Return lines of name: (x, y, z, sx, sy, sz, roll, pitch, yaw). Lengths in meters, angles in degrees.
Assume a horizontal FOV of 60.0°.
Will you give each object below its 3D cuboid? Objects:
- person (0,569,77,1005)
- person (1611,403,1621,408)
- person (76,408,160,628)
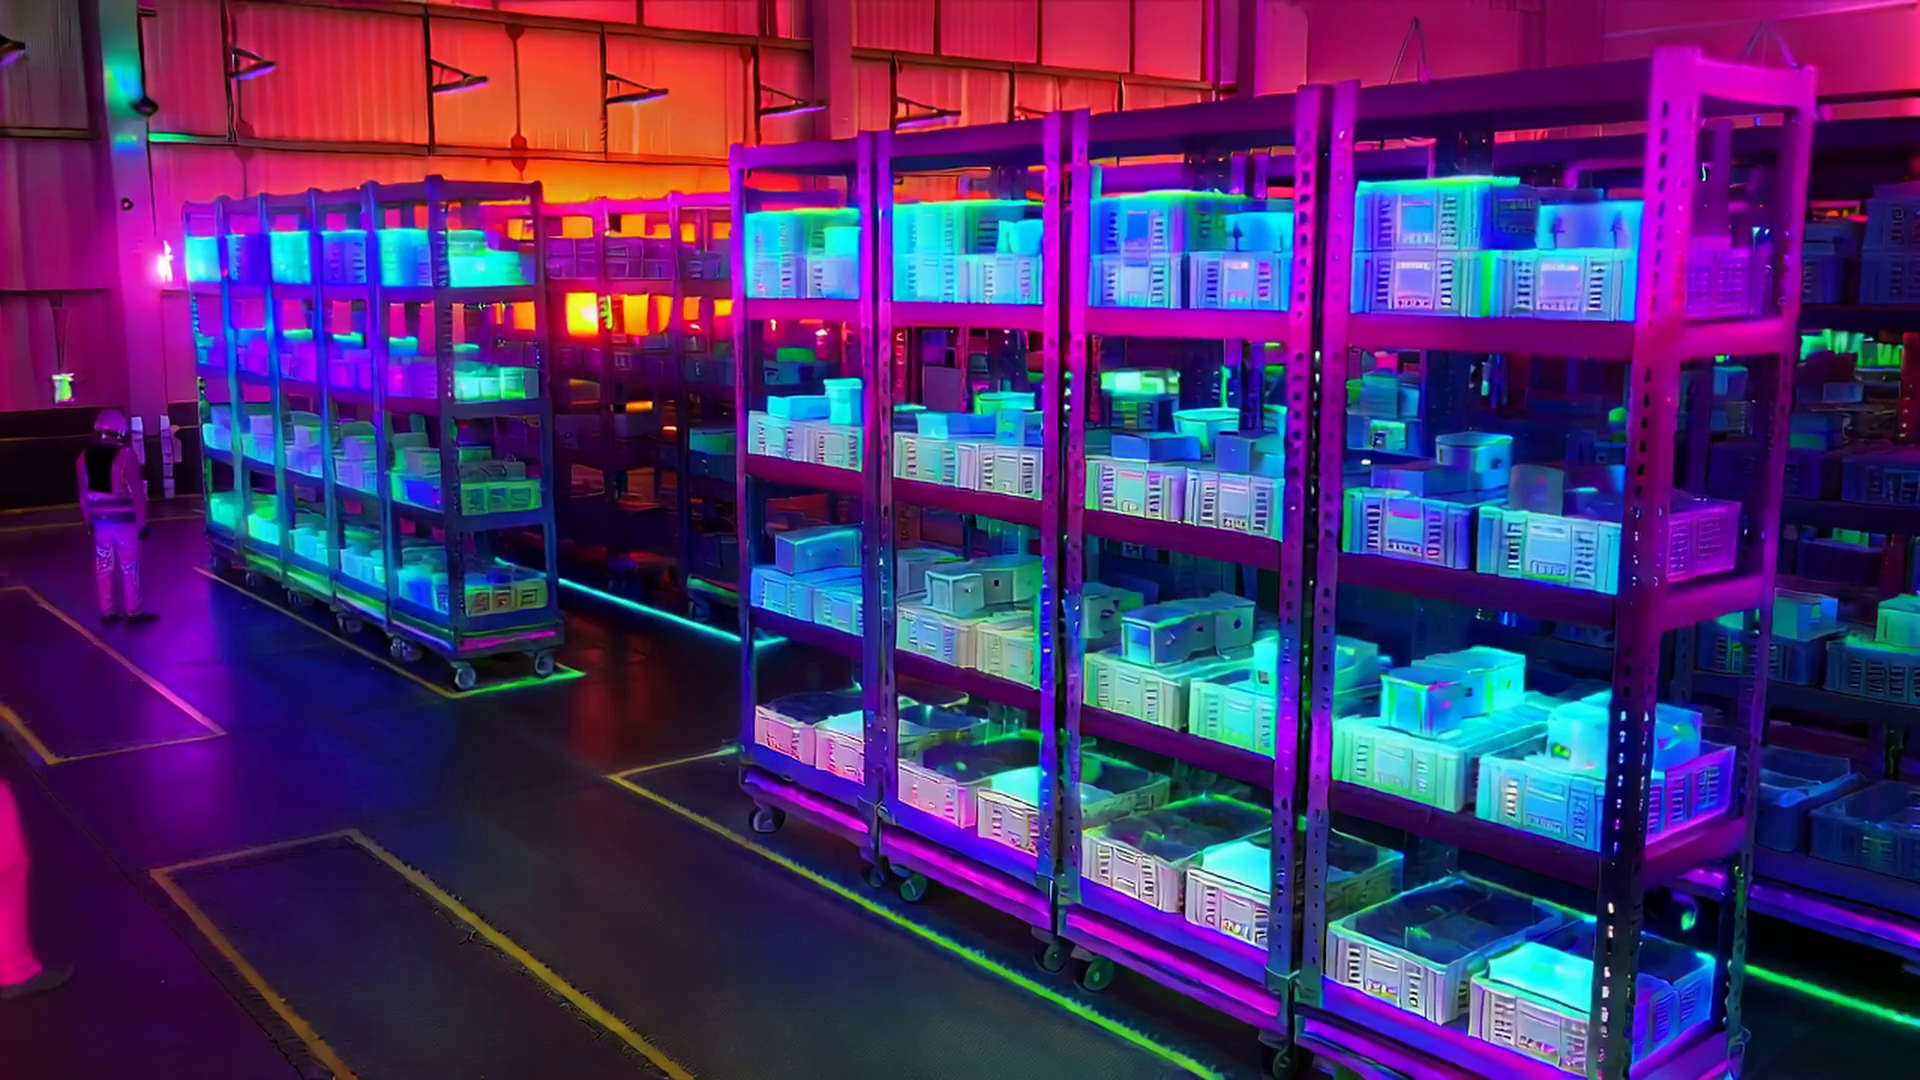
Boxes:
person: (-4.033, 0.951, 6.597, 0.612, 1.967, 0.731, 7, 12, 38)
person: (7.796, -1.211, 20.051, 0.790, 1.815, 0.604, -5, 11, -29)
person: (-7.004, -0.182, 13.838, 0.601, 1.827, 0.404, 2, 10, 13)
